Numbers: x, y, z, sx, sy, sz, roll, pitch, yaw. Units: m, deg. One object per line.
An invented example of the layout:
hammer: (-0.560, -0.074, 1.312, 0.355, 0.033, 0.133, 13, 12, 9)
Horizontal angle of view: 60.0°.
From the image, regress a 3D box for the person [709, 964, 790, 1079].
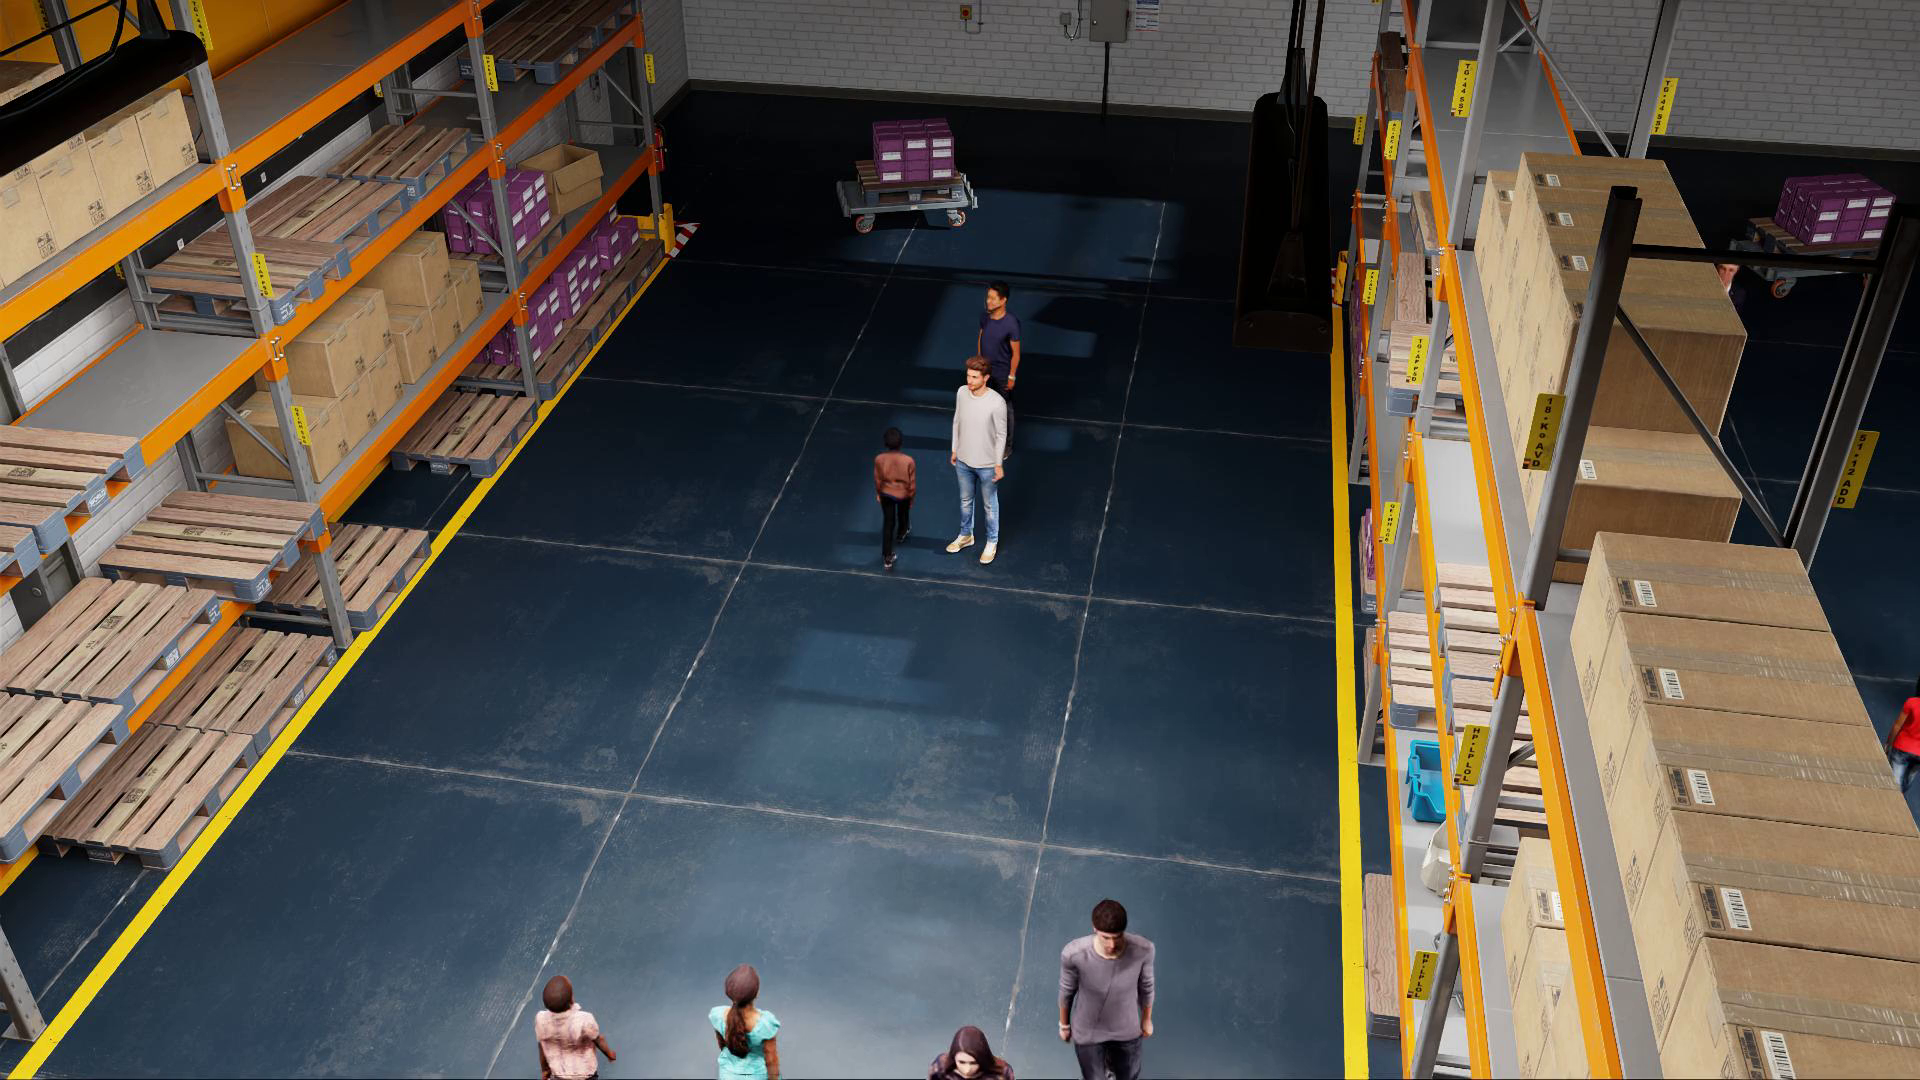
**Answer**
person: (-1.159, 2.939, 8.942, 0.566, 1.524, 0.962, 4, 34, 6)

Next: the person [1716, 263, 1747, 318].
person: (7.176, -1.918, 15.985, 0.719, 1.816, 0.650, 12, 35, 17)

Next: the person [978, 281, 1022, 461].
person: (0.358, -1.600, 15.528, 0.723, 1.793, 0.730, 28, 43, 35)

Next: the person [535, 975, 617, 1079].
person: (-2.144, 2.948, 9.141, 0.516, 1.289, 0.736, 6, 34, 9)

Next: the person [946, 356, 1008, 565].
person: (0.156, -0.701, 14.074, 0.746, 1.904, 0.707, 18, 38, 25)

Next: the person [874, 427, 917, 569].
person: (-0.570, -0.342, 14.154, 0.531, 1.219, 0.877, 5, 34, 7)

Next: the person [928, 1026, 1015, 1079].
person: (0.047, 3.057, 8.697, 0.595, 1.599, 0.748, 5, 34, 8)

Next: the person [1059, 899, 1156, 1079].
person: (0.797, 2.599, 9.174, 0.828, 1.833, 0.973, -3, 34, -5)
